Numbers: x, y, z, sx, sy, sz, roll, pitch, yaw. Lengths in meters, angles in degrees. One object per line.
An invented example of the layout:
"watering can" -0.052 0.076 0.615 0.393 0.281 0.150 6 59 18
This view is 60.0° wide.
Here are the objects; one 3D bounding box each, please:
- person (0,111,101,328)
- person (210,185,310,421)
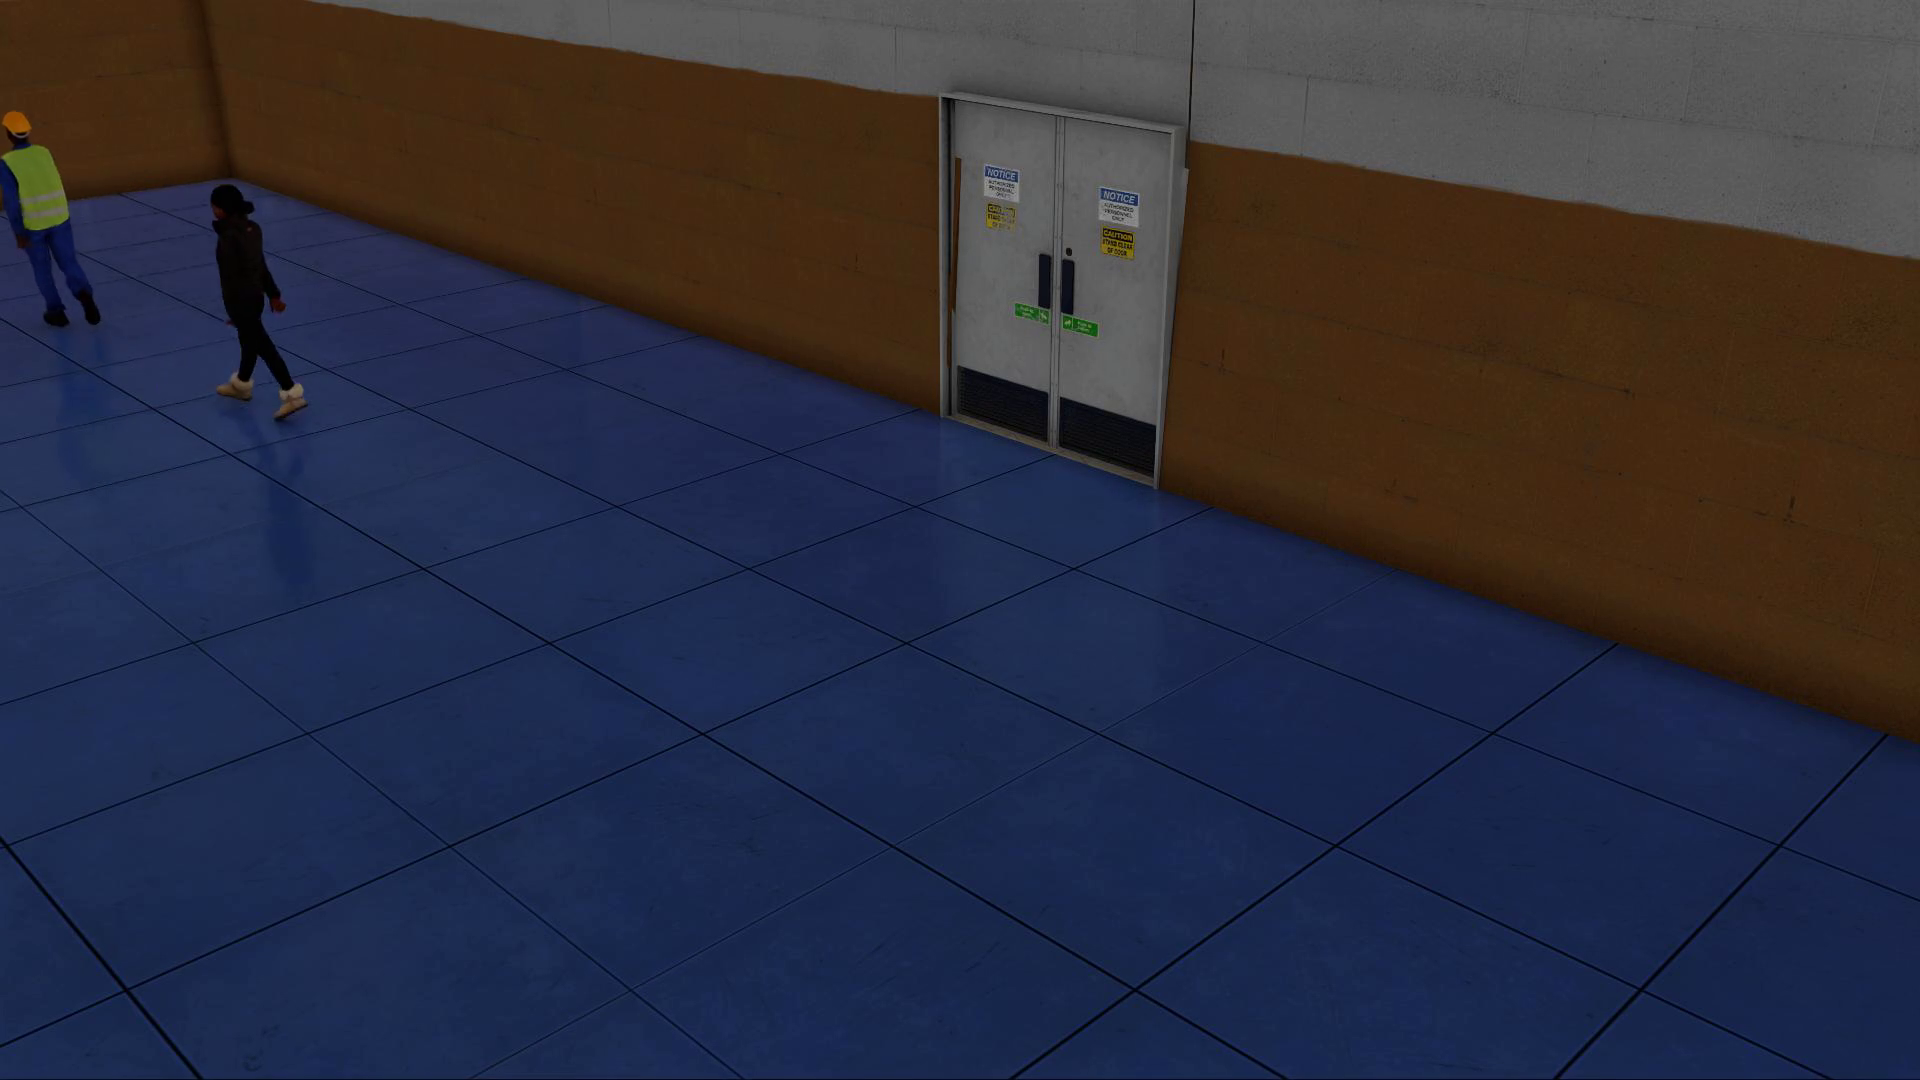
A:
"person" -7.551 -2.621 13.771 0.797 1.800 0.914 17 29 34
"person" -5.215 -1.698 11.836 1.054 1.661 1.124 -2 24 -6
